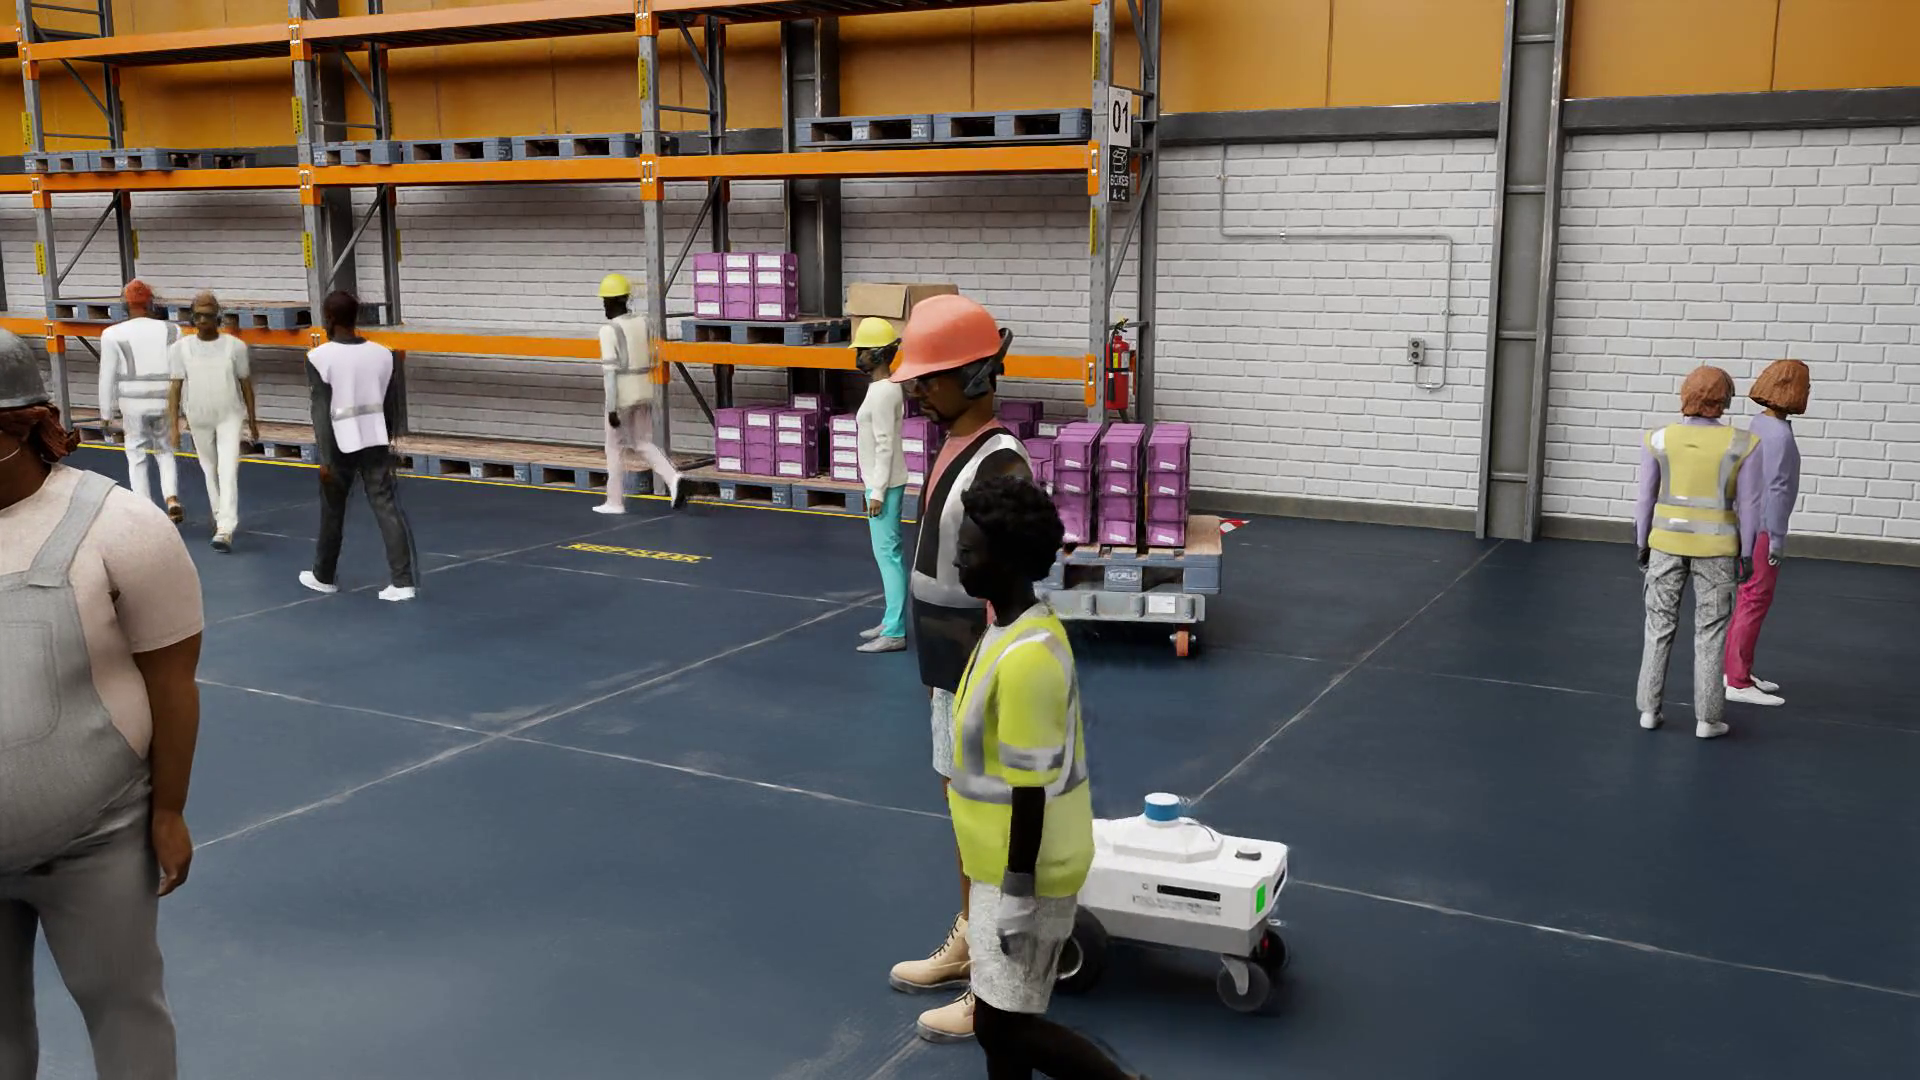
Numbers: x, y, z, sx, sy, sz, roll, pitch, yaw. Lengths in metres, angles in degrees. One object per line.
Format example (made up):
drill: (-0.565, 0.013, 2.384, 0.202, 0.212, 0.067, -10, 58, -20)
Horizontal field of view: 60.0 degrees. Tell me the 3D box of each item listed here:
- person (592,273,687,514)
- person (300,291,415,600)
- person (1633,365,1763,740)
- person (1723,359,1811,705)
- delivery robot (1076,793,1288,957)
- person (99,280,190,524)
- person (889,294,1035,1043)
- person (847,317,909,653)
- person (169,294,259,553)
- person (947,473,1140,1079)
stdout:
person: (-2.555, -1.124, 13.001, 0.749, 1.906, 0.600, 6, 12, 28)
person: (-3.670, -0.565, 10.075, 1.006, 1.868, 0.612, 7, 13, 36)
person: (3.212, 0.057, 7.290, 0.517, 1.632, 0.315, 8, 13, 37)
person: (3.800, -0.040, 7.834, 0.280, 1.624, 0.493, 3, 11, 15)
delivery robot: (0.590, 0.987, 4.881, 0.707, 0.478, 0.477, 4, 11, 21)
person: (-5.956, -0.956, 12.173, 0.661, 1.874, 0.461, -10, 14, -43)
person: (0.004, 0.354, 4.552, 0.386, 2.034, 0.604, -2, 11, -13)
person: (-0.433, -0.287, 8.798, 0.319, 1.767, 0.534, 0, 10, 1)
person: (-5.237, -0.817, 11.662, 0.535, 1.786, 0.975, -3, 11, -14)
person: (0.195, 0.691, 3.646, 0.506, 1.682, 0.541, -1, 10, -4)
